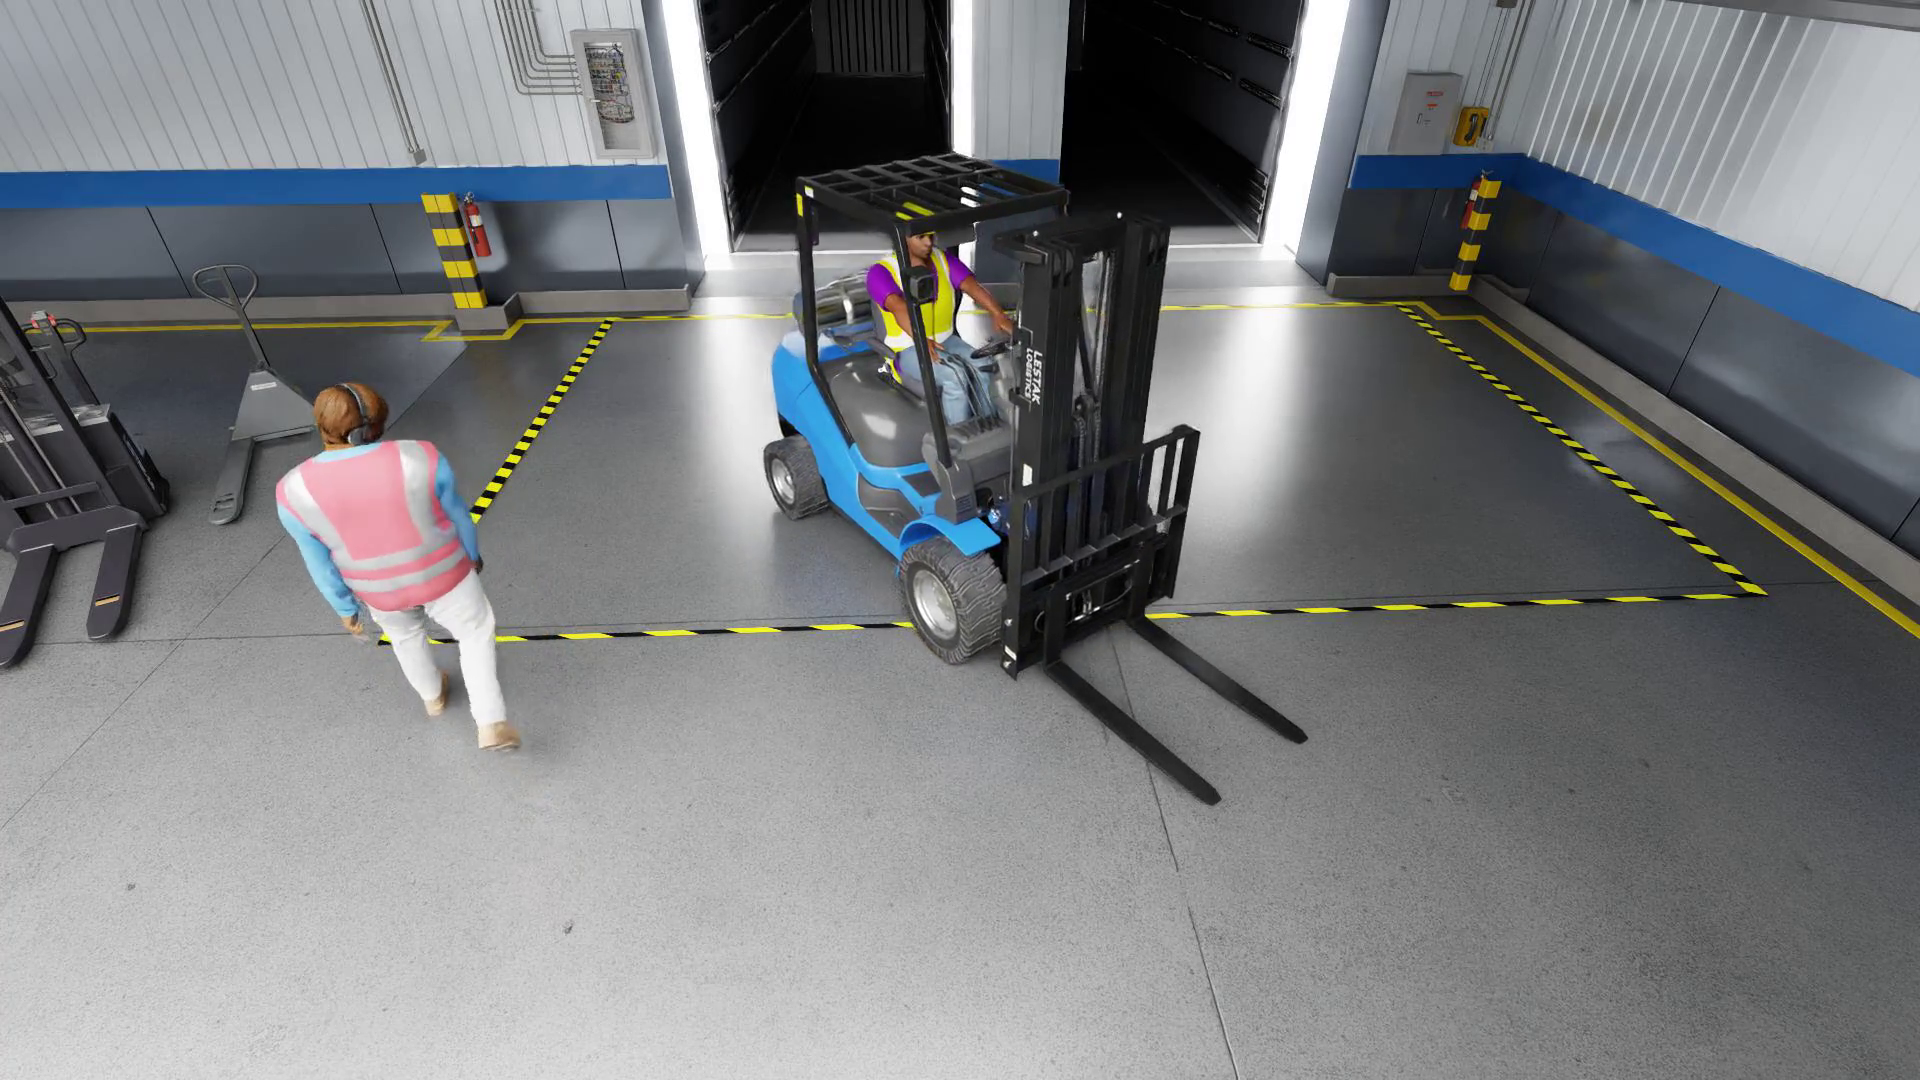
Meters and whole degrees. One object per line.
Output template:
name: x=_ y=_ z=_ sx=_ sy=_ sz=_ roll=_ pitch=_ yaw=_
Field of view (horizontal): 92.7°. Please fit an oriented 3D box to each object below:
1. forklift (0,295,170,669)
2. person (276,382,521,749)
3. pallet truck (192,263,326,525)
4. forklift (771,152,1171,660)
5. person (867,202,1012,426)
forklift: x=-5.212 y=-0.618 z=4.878 sx=0.823 sy=1.965 sz=1.885 roll=-20 pitch=39 yaw=-26
person: x=-2.361 y=0.166 z=3.930 sx=0.619 sy=1.785 sz=0.837 roll=-14 pitch=37 yaw=-19
pallet truck: x=-4.778 y=-1.027 z=6.128 sx=0.680 sy=1.201 sz=1.601 roll=-17 pitch=38 yaw=-23
forklift: x=-0.079 y=-0.932 z=5.019 sx=1.157 sy=2.036 sz=2.680 roll=-22 pitch=41 yaw=-29
person: x=-0.050 y=-1.056 z=4.869 sx=0.635 sy=1.294 sz=1.004 roll=-22 pitch=41 yaw=-29
